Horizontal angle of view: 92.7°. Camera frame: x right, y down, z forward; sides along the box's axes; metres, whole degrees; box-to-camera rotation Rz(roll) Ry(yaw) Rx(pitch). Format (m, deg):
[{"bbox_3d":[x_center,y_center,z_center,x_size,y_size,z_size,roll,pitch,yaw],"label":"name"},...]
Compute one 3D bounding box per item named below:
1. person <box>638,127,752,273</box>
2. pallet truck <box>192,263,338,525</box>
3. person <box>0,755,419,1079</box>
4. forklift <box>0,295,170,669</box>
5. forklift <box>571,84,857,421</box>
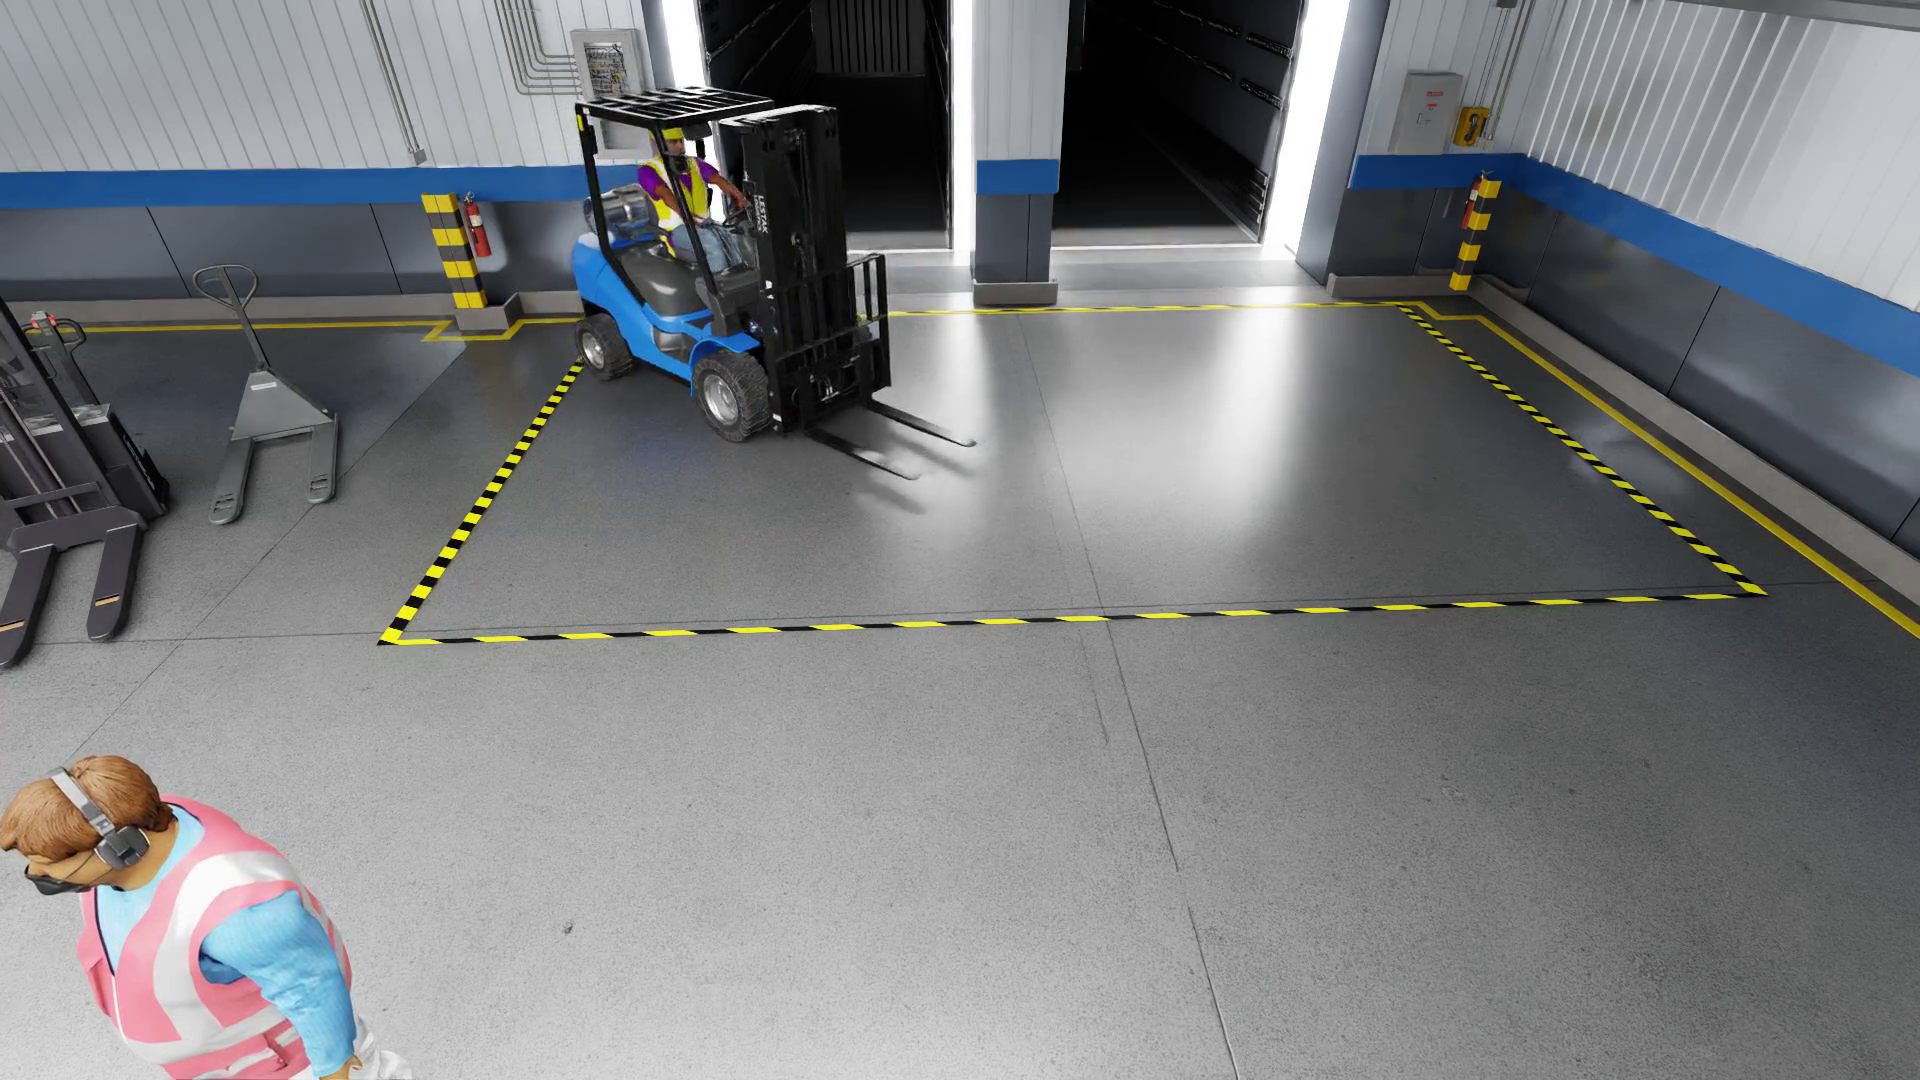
[{"bbox_3d":[-1.869,-2.385,6.778,1.004,1.294,0.635,26,42,32],"label":"person"},{"bbox_3d":[-4.778,-1.027,6.128,0.680,1.201,1.601,-17,38,-23],"label":"pallet truck"},{"bbox_3d":[-1.801,1.223,2.367,0.630,1.842,0.429,16,38,22],"label":"person"},{"bbox_3d":[-5.212,-0.618,4.878,0.823,1.965,1.885,-20,39,-26],"label":"forklift"},{"bbox_3d":[-1.910,-2.257,6.921,2.680,2.036,1.157,26,42,32],"label":"forklift"}]
